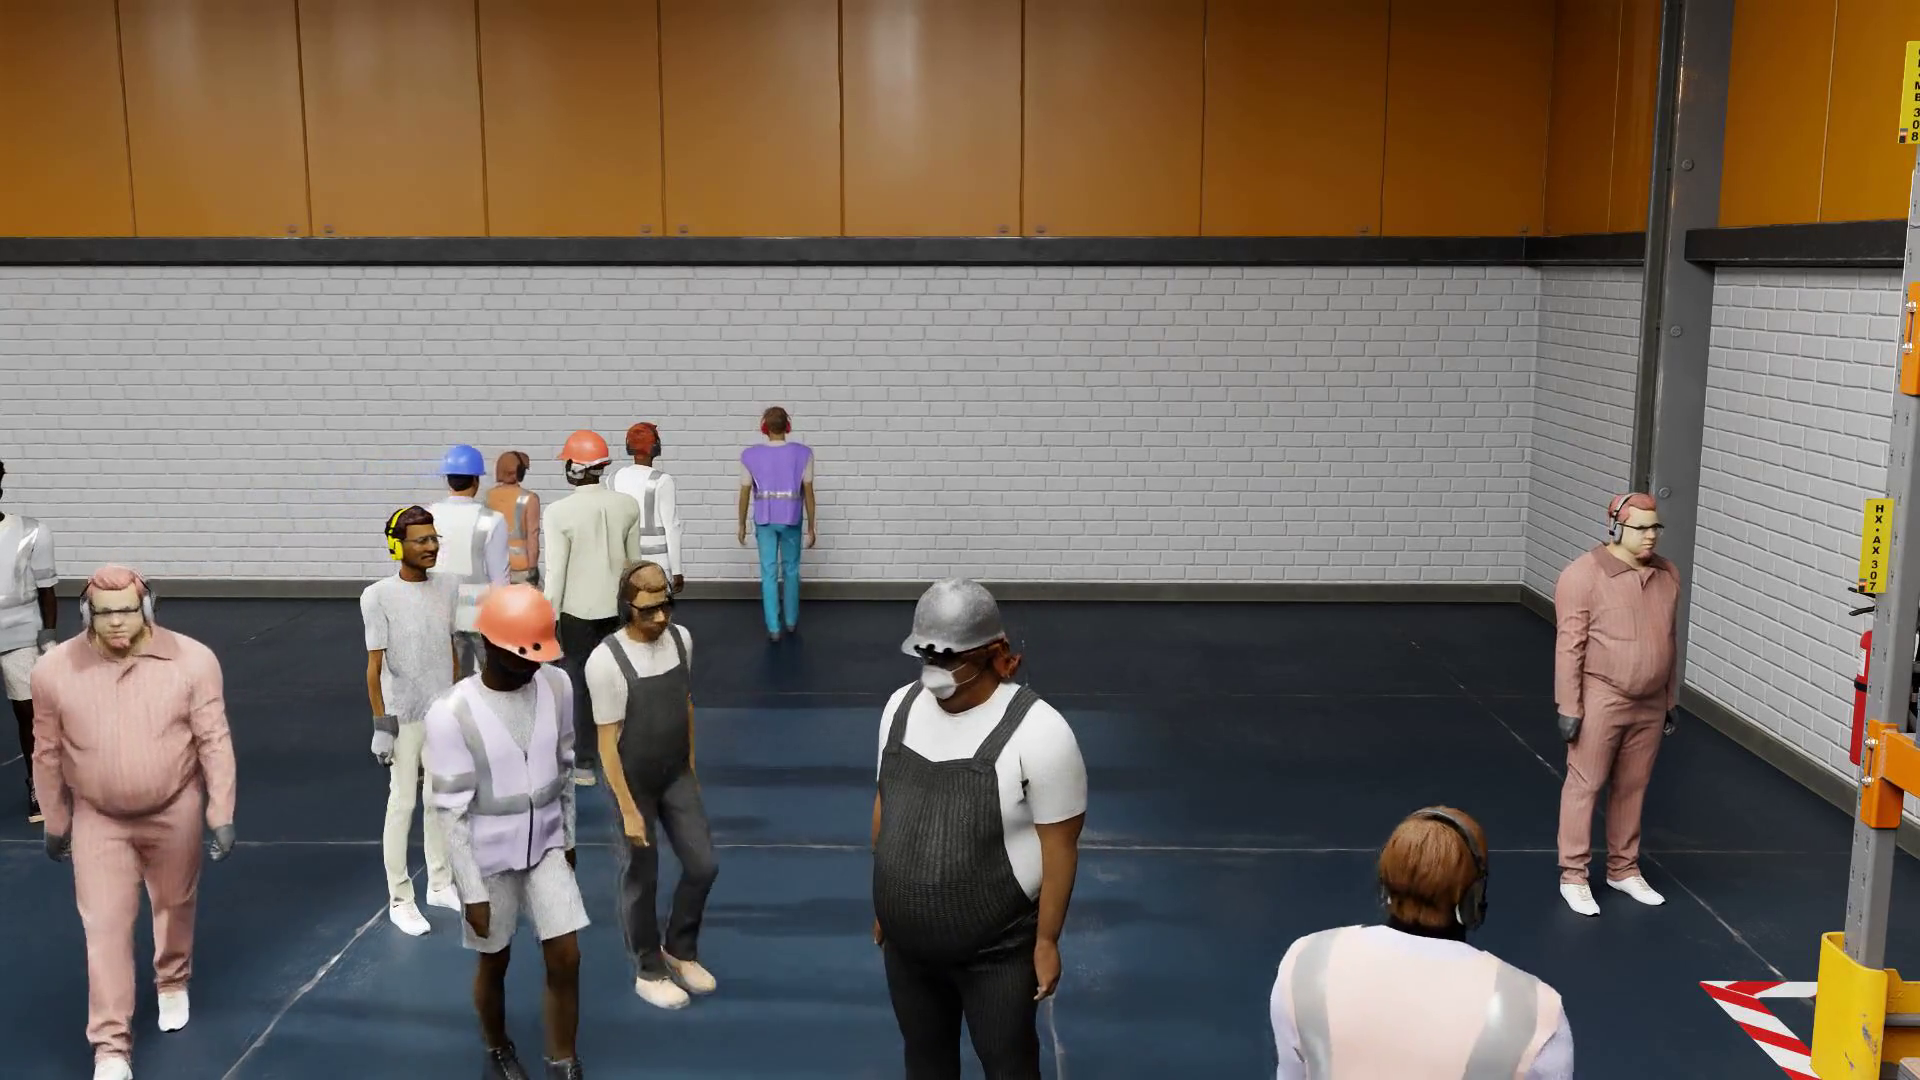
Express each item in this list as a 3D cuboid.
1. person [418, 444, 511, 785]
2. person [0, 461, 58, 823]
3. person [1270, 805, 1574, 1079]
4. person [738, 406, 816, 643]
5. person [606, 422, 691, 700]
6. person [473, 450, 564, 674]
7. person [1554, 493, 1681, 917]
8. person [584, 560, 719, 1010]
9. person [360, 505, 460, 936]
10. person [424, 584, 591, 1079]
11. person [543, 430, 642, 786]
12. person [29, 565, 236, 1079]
[{"bbox_3d":[-2.840,0.424,9.372,0.619,1.911,0.928,2,10,9],"label":"person"},{"bbox_3d":[-4.999,0.516,8.622,0.600,1.959,0.376,-4,10,-22],"label":"person"},{"bbox_3d":[0.931,1.451,3.449,0.628,1.822,0.670,6,11,33],"label":"person"},{"bbox_3d":[-1.424,-0.128,12.925,0.595,1.831,0.641,-1,10,-9],"label":"person"},{"bbox_3d":[-2.055,0.164,10.959,0.584,1.884,0.348,6,11,30],"label":"person"},{"bbox_3d":[-3.192,0.160,11.841,0.530,1.596,0.851,4,10,24],"label":"person"},{"bbox_3d":[2.980,0.731,7.499,0.650,1.906,0.409,-3,10,-20],"label":"person"},{"bbox_3d":[-1.188,0.957,6.413,0.448,1.817,0.547,9,13,42],"label":"person"},{"bbox_3d":[-2.365,0.775,7.326,0.328,1.876,0.515,6,11,31],"label":"person"},{"bbox_3d":[-1.454,1.068,5.525,0.569,1.885,0.744,-9,13,-43],"label":"person"},{"bbox_3d":[-2.061,0.376,9.353,0.620,1.996,0.372,-9,13,-43],"label":"person"},{"bbox_3d":[-2.968,1.008,6.011,0.665,1.843,1.000,-4,10,-25],"label":"person"}]
